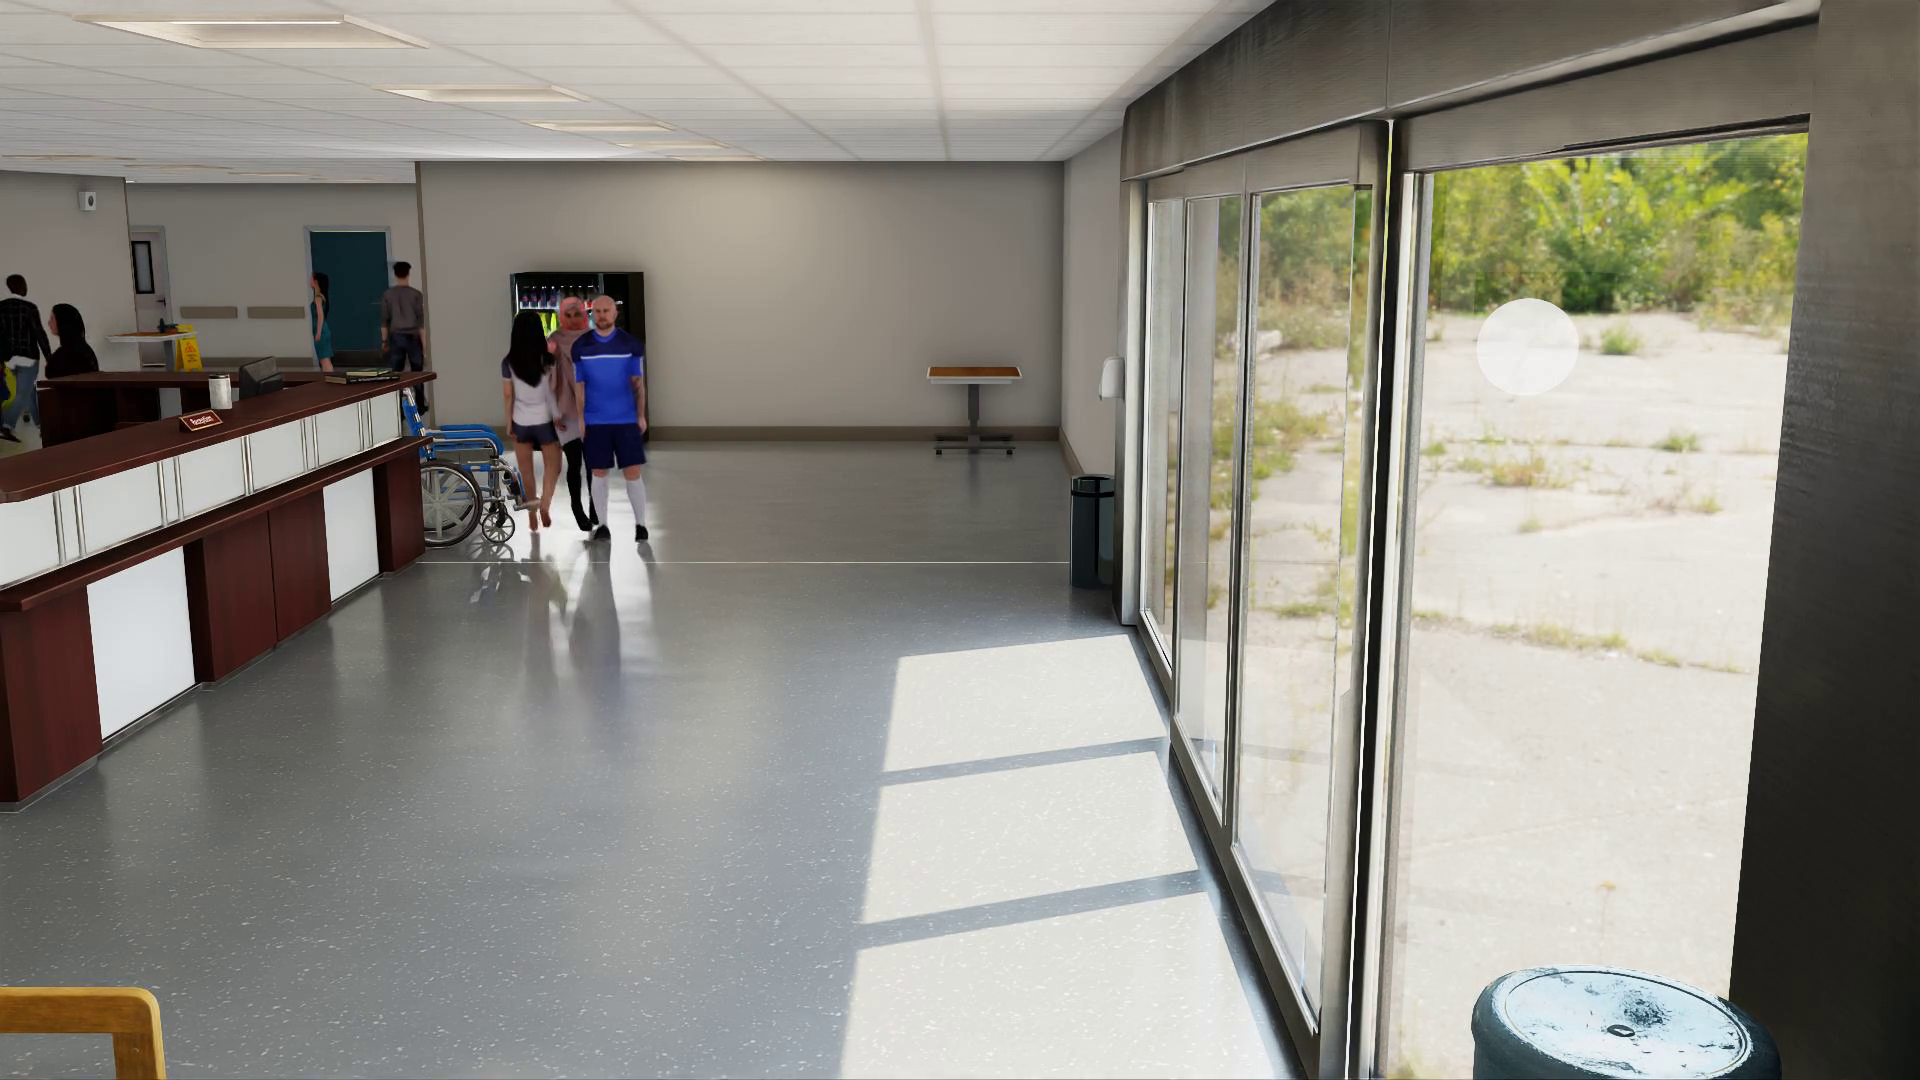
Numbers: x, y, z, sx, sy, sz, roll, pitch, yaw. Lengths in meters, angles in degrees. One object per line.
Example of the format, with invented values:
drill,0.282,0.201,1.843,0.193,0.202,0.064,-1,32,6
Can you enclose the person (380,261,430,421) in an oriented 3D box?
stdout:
person,-6.579,-2.311,19.663,1.173,1.860,0.883,-1,11,-7

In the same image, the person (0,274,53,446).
person,-9.922,-1.853,17.483,1.202,1.774,0.890,2,11,9

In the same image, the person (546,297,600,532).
person,-2.932,-0.933,12.664,0.768,1.763,0.844,-5,12,-25

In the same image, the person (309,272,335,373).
person,-8.742,-2.812,22.772,0.543,1.686,0.599,-2,11,-13

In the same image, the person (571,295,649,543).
person,-2.548,-0.877,12.191,0.578,1.828,0.770,-1,11,-8

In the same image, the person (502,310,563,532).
person,-3.197,-0.865,12.503,0.877,1.690,0.779,-3,11,-13

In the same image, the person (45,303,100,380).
person,-6.505,-0.893,12.486,0.798,1.749,0.766,-4,11,-18
